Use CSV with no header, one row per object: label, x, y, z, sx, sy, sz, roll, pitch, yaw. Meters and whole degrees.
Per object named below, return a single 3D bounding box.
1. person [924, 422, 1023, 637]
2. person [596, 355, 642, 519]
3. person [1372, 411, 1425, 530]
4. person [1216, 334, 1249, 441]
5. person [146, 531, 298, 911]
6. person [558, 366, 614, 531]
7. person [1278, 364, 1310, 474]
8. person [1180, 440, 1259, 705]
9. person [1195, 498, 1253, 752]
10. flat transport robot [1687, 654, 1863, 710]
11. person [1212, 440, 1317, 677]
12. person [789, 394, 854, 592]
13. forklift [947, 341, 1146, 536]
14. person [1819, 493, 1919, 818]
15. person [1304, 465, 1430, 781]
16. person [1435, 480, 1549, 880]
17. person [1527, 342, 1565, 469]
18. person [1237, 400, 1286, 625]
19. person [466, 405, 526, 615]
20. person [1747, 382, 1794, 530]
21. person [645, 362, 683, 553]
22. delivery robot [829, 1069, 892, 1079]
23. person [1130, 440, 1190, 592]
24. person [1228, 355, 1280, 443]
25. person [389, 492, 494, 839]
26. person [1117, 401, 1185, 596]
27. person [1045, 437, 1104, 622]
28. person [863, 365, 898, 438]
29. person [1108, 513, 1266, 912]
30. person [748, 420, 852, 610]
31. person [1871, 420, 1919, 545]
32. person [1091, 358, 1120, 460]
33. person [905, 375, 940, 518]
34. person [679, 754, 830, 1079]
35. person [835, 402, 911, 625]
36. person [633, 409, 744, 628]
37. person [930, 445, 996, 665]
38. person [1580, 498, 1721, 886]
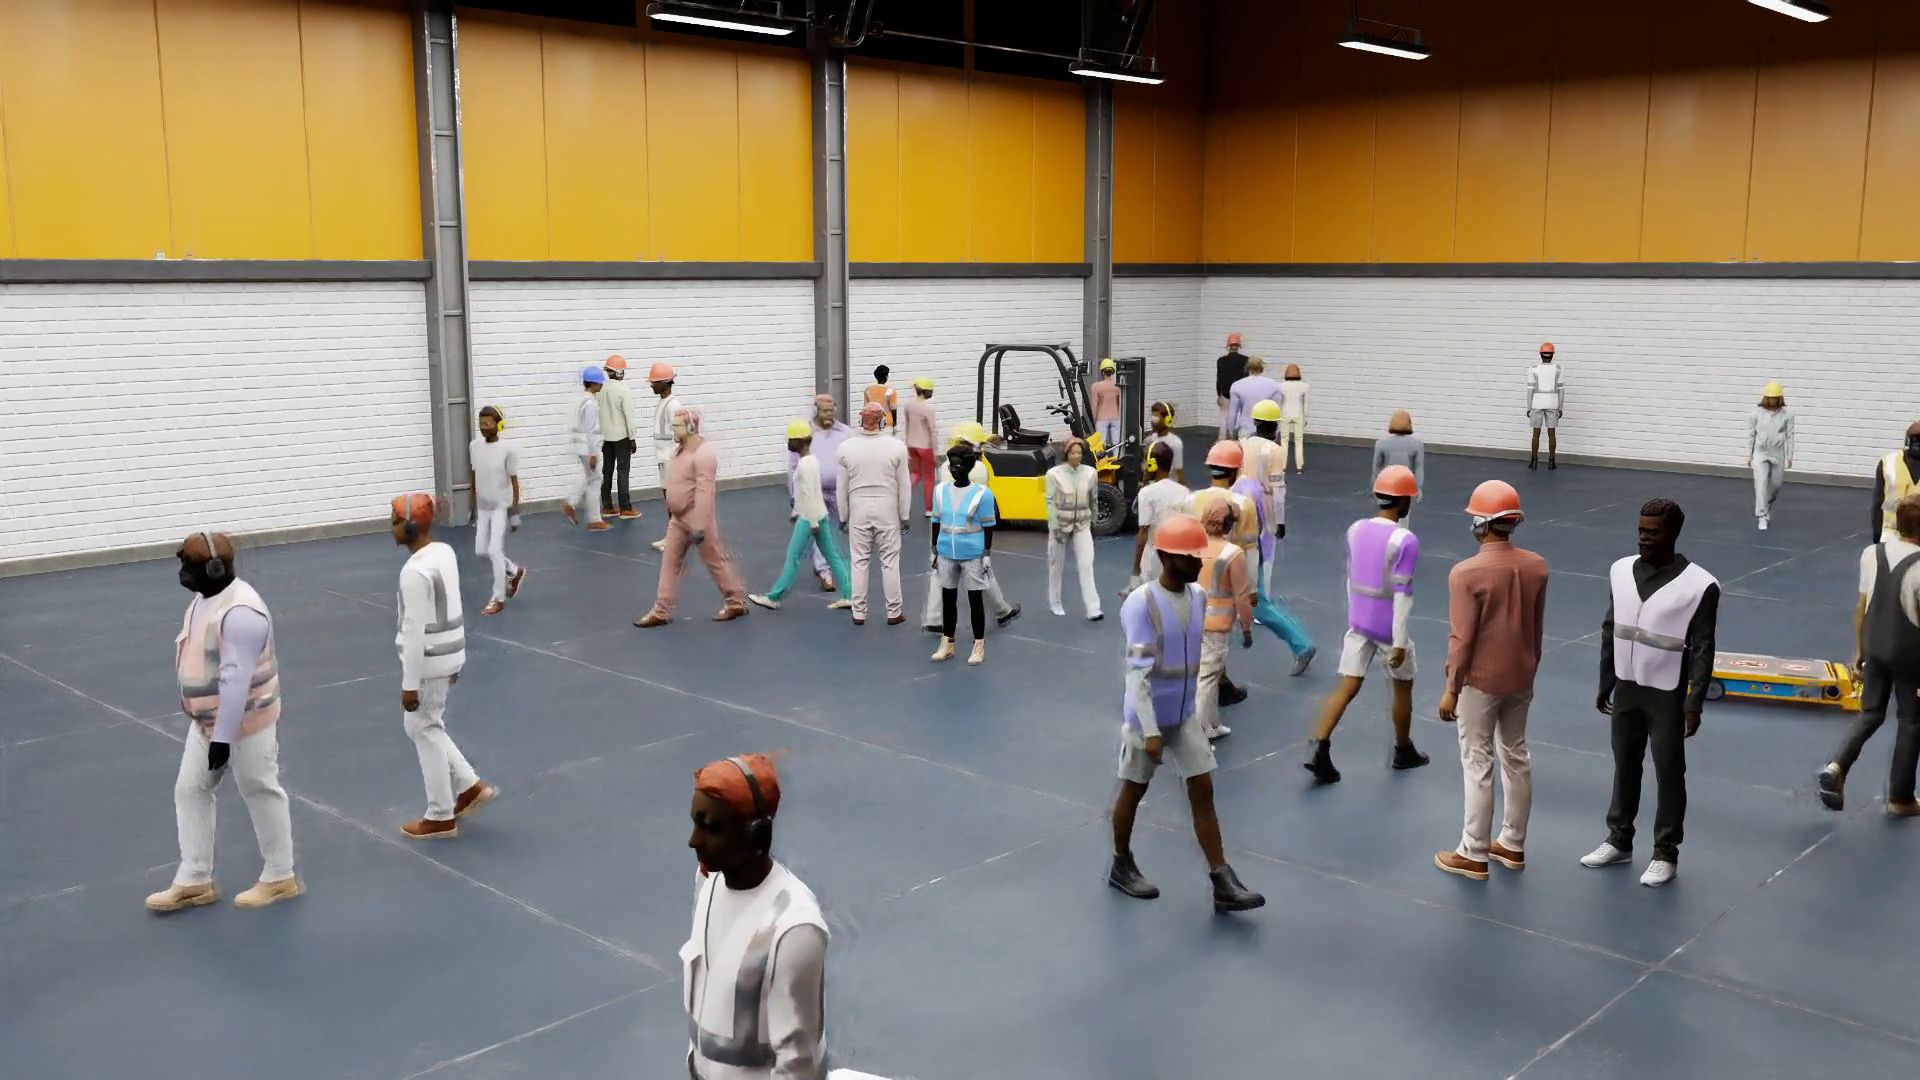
person,0.082,-0.091,13.805,0.982,1.764,0.606,-8,12,-39
person,-4.180,-1.256,20.264,0.625,1.992,0.386,6,11,31
person,4.483,-0.528,17.043,0.508,1.592,0.869,2,10,13
person,4.601,-2.480,27.944,0.636,1.945,0.999,-1,9,-5
person,-3.506,0.870,7.762,0.760,1.813,0.646,-9,13,-44
person,-4.295,-1.044,19.162,0.525,1.930,0.624,-4,10,-24
person,4.923,-1.792,24.682,0.501,1.632,0.273,2,9,10
person,1.701,0.277,11.201,0.549,1.895,1.000,9,13,42
person,1.639,0.534,10.435,0.694,1.611,0.531,-8,12,-39
flat transport robot,5.697,0.979,11.835,1.431,0.197,0.652,4,10,22
person,2.179,0.141,12.331,0.949,1.802,0.582,-2,9,-10
person,-1.303,-0.483,16.002,0.642,1.850,1.023,-4,10,-23
forklift,0.977,-1.223,19.452,2.313,2.155,1.214,2,9,11
person,5.075,0.648,9.089,0.669,1.830,0.518,-5,11,-28
person,2.436,0.496,9.866,0.976,1.897,0.561,-7,11,-36
person,2.641,0.694,8.305,0.613,1.995,0.391,-5,10,-27
person,8.862,-2.030,25.200,0.543,1.934,0.362,3,10,15
person,2.576,-0.236,14.218,0.370,1.925,0.595,-6,11,-31
person,-4.110,-0.287,14.778,0.530,1.849,0.634,4,10,24
person,9.521,-1.007,19.578,0.493,1.716,0.732,3,10,17
person,-3.140,-0.875,17.789,0.393,2.040,0.611,-4,10,-21
delivery robot,-0.418,1.887,5.112,0.477,0.478,0.707,4,10,25
person,1.461,0.238,11.578,0.570,1.840,0.650,-8,12,-40
person,3.775,-1.421,21.479,0.654,1.926,0.515,0,9,-1
person,-2.820,0.672,8.791,0.415,1.873,0.586,0,9,-1
person,1.942,-0.398,15.563,0.976,1.830,0.508,-3,10,-18
person,0.984,-0.081,14.270,0.518,1.588,0.854,-3,10,-16
person,-1.114,-1.620,23.434,0.530,1.689,0.321,4,10,23
person,1.030,0.827,7.781,0.560,1.893,0.927,-7,12,-37
person,-1.373,-0.210,14.717,0.956,1.707,0.532,1,9,5
person,7.687,-0.052,13.405,0.634,1.826,0.448,6,11,33
person,2.083,-1.689,23.621,0.528,1.767,0.330,-3,10,-17
person,-0.457,-1.128,20.205,0.525,1.748,0.553,-9,13,-43
person,-0.622,1.449,4.097,0.800,1.855,0.616,-6,11,-33
person,-0.729,-0.219,14.176,0.639,1.911,0.406,1,9,4
person,-2.286,-0.191,14.172,0.980,1.860,0.659,-7,11,-36
person,0.008,0.114,12.775,0.541,1.696,0.315,4,10,25
person,3.442,0.740,8.262,0.392,1.920,0.589,-6,11,-34
